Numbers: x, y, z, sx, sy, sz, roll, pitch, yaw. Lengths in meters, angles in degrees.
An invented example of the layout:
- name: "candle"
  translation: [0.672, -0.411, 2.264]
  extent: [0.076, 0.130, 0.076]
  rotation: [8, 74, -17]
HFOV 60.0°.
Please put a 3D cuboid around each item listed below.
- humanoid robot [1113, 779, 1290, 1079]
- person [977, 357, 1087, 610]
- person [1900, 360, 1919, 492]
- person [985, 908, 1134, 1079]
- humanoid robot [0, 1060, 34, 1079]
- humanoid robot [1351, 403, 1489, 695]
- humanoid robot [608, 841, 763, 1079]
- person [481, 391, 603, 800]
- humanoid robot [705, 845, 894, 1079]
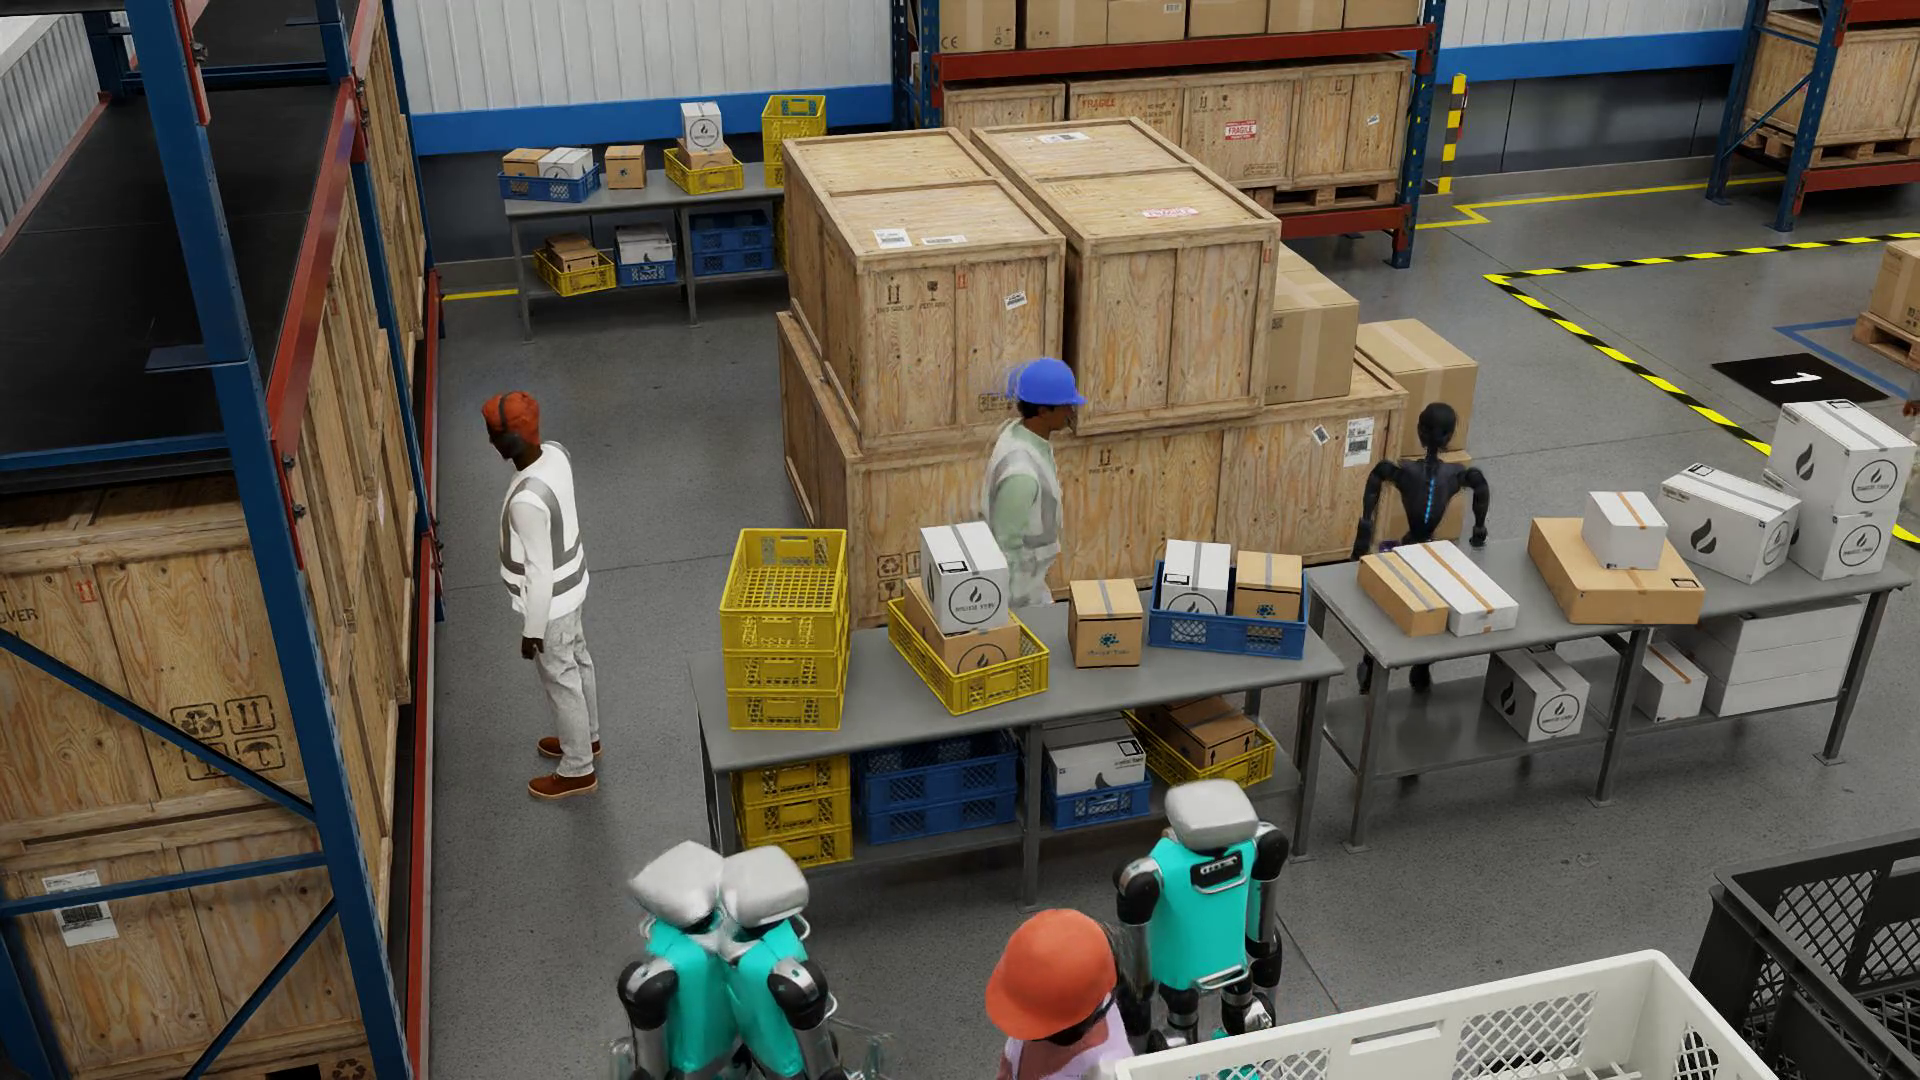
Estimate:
- name: "humanoid robot"
  translation: [0.777, 1.532, 4.711]
  extent: [0.531, 1.688, 0.737]
  rotation: [-13, 31, -22]
- name: "person"
  translation: [0.190, 0.101, 7.245]
  extent: [0.897, 1.906, 0.604]
  rotation: [-1, 29, -2]
- name: "person"
  translation: [5.459, -0.792, 9.043]
  extent: [0.566, 1.718, 0.952]
  rotation: [-15, 32, -25]
- name: "person"
  translation: [0.235, 1.692, 4.239]
  extent: [0.536, 2.019, 0.581]
  rotation: [4, 29, 6]
- name: "humanoid robot"
  translation: [-2.183, 1.929, 4.140]
  extent: [0.315, 1.657, 0.599]
  rotation: [7, 30, 13]
- name: "humanoid robot"
  translation: [2.016, 0.161, 7.401]
  extent: [0.608, 1.625, 0.766]
  rotation: [4, 29, 7]
- name: "humanoid robot"
  translation: [-0.907, 1.541, 4.809]
  extent: [0.966, 1.748, 0.548]
  rotation: [16, 33, 26]
- name: "person"
  translation: [-1.746, 0.237, 7.009]
  extent: [0.355, 1.887, 0.573]
  rotation: [-1, 29, -2]
- name: "humanoid robot"
  translation: [-0.310, 1.524, 4.800]
  extent: [0.800, 1.734, 0.533]
  rotation: [-20, 35, -32]
